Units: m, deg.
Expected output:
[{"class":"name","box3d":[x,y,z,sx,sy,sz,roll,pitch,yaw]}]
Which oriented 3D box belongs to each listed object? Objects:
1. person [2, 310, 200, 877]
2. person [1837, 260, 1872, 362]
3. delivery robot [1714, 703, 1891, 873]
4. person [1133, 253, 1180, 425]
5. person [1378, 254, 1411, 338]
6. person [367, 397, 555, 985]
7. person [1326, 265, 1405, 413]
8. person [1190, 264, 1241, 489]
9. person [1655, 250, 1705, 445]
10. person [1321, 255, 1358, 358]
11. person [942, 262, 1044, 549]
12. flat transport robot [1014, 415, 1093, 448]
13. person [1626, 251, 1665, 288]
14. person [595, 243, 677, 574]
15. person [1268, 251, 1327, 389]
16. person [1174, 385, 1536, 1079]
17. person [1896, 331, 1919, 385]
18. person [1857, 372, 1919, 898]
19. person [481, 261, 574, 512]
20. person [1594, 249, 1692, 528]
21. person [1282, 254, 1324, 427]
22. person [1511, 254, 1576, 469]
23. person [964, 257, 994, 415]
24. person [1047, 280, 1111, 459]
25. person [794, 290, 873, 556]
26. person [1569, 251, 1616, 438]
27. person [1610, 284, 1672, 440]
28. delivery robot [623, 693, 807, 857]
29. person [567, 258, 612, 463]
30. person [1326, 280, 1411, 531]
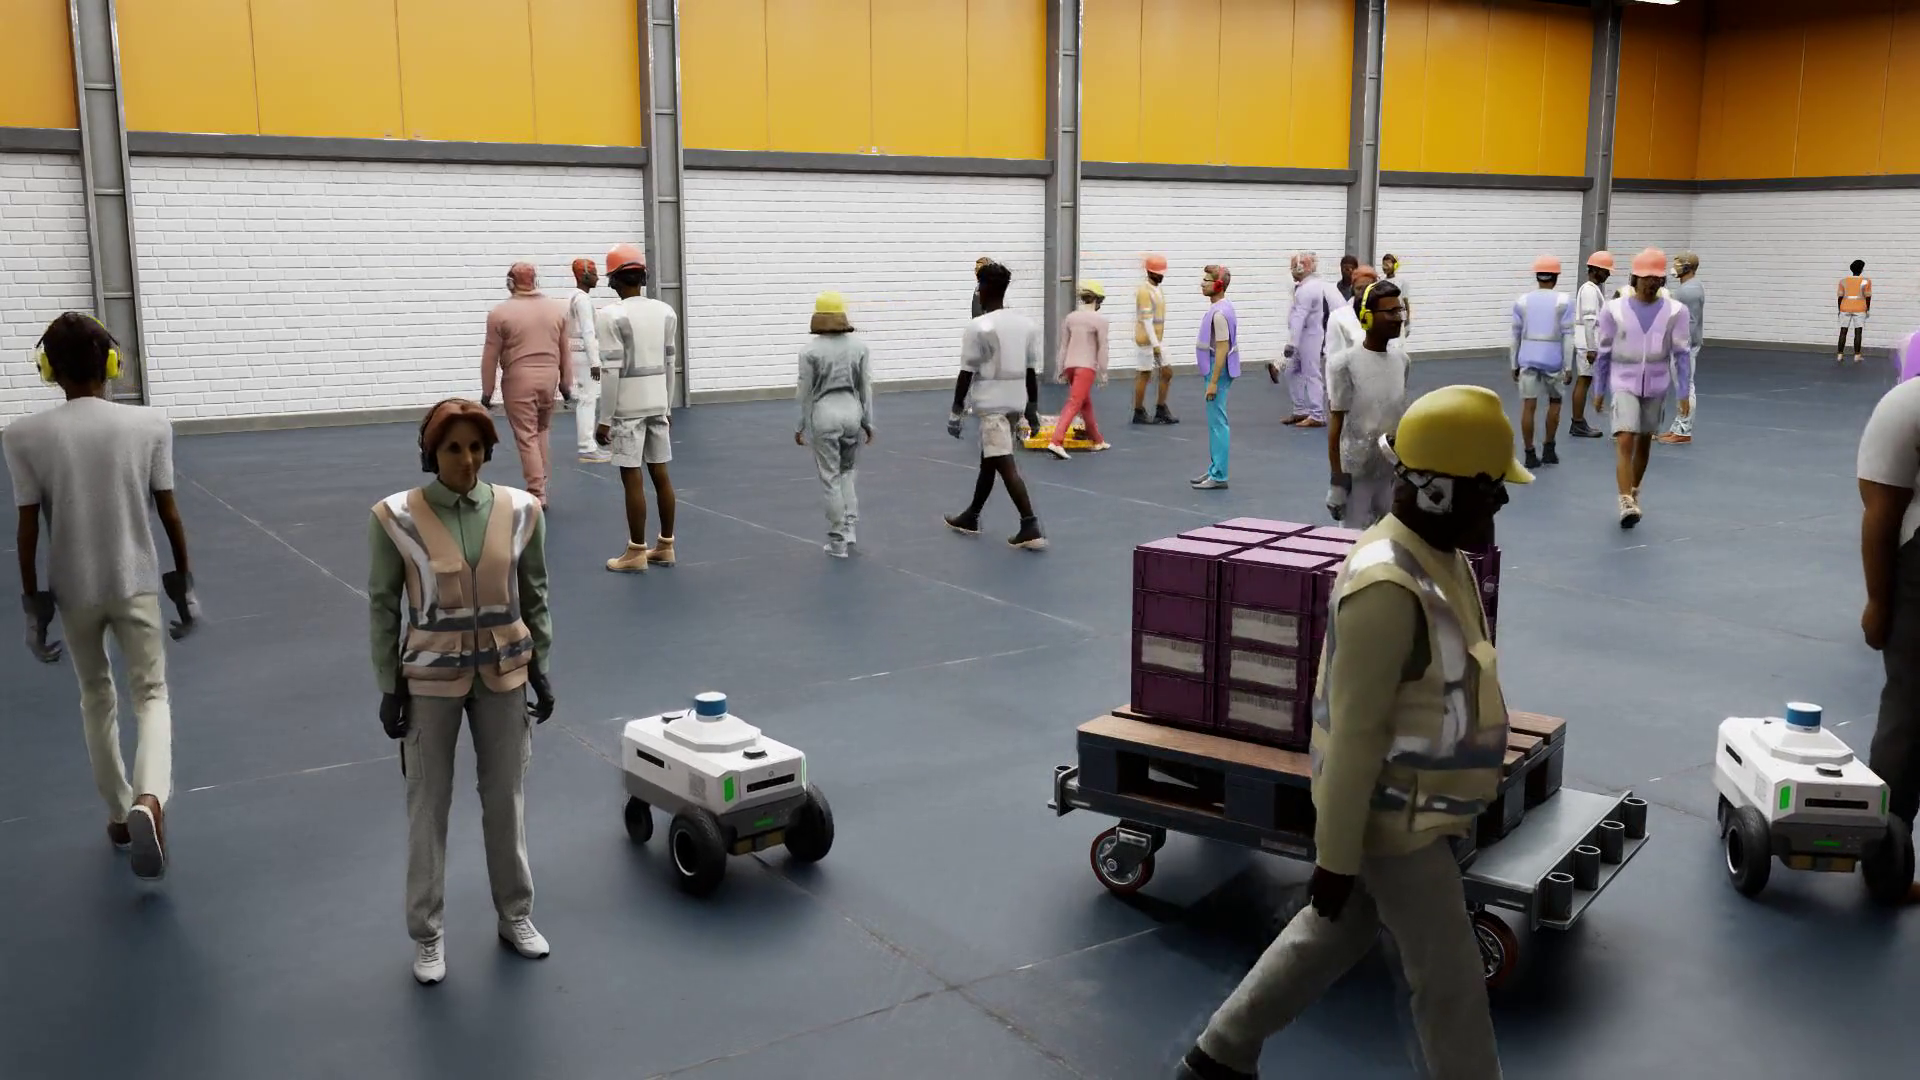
[{"class":"person","box3d":[-2.776,0.178,5.427,0.526,1.843,0.761,-5,12,-27]},{"class":"person","box3d":[14.921,-3.823,27.774,0.535,1.697,0.318,9,14,42]},{"class":"delivery robot","box3d":[2.740,0.776,5.439,0.477,0.478,0.707,2,11,9]},{"class":"person","box3d":[2.162,-2.192,18.281,0.663,1.892,0.575,6,12,31]},{"class":"person","box3d":[5.698,-2.895,22.296,0.565,1.829,0.822,10,14,43]},{"class":"person","box3d":[-1.401,0.414,4.710,0.512,1.637,0.307,-7,12,-32]},{"class":"person","box3d":[3.046,-1.123,12.498,0.599,1.870,0.417,0,10,1]},{"class":"person","box3d":[2.124,-1.340,13.740,0.389,1.850,0.566,1,10,6]},{"class":"person","box3d":[7.247,-1.920,16.680,0.371,1.940,0.627,4,11,20]},{"class":"person","box3d":[4.313,-2.235,18.563,0.601,1.891,0.897,4,11,19]},{"class":"person","box3d":[0.248,-0.914,11.261,1.047,1.911,0.622,10,14,43]},{"class":"flat transport robot","box3d":[0.920,-1.110,16.811,0.652,0.197,1.431,-1,10,-4]},{"class":"person","box3d":[8.786,-2.742,21.272,0.629,1.908,0.600,-7,12,-32]},{"class":"person","box3d":[-2.021,-0.807,10.310,0.394,2.037,0.605,8,13,36]},{"class":"person","box3d":[4.670,-3.017,22.830,0.731,1.887,0.655,2,10,9]},{"class":"person","box3d":[0.904,0.547,3.609,0.933,1.790,0.634,4,11,23]},{"class":"person","box3d":[5.291,-0.494,8.956,0.806,1.896,0.576,-3,11,-17]},{"class":"person","box3d":[3.162,0.125,5.188,0.693,2.000,0.617,1,10,6]},{"class":"person","box3d":[-3.347,-1.171,12.706,0.673,1.882,0.708,-9,14,-41]},{"class":"person","box3d":[4.924,-1.087,11.997,0.628,1.982,1.059,2,11,13]},{"class":"person","box3d":[3.750,-2.173,18.220,0.595,1.876,0.679,2,11,12]},{"class":"person","box3d":[5.290,-1.616,15.059,0.579,1.915,0.681,6,12,32]},{"class":"person","box3d":[0.293,-2.351,19.297,0.345,1.847,0.504,-7,13,-35]},{"class":"person","box3d":[1.140,-1.626,15.804,1.059,1.675,0.539,-10,14,-44]},{"class":"person","box3d":[-0.845,-0.763,10.889,0.512,1.724,0.481,-6,12,-28]},{"class":"person","box3d":[6.592,-2.037,17.351,0.374,1.928,0.542,3,11,17]},{"class":"person","box3d":[6.980,-1.944,17.075,0.619,1.845,0.430,1,10,8]},{"class":"delivery robot","box3d":[-0.827,0.754,5.558,0.477,0.478,0.707,-9,13,-39]},{"class":"person","box3d":[-3.436,-1.652,15.375,0.390,1.881,0.578,-3,11,-17]},{"class":"person","box3d":[1.958,-0.289,7.912,0.526,1.876,0.324,-7,12,-33]}]
